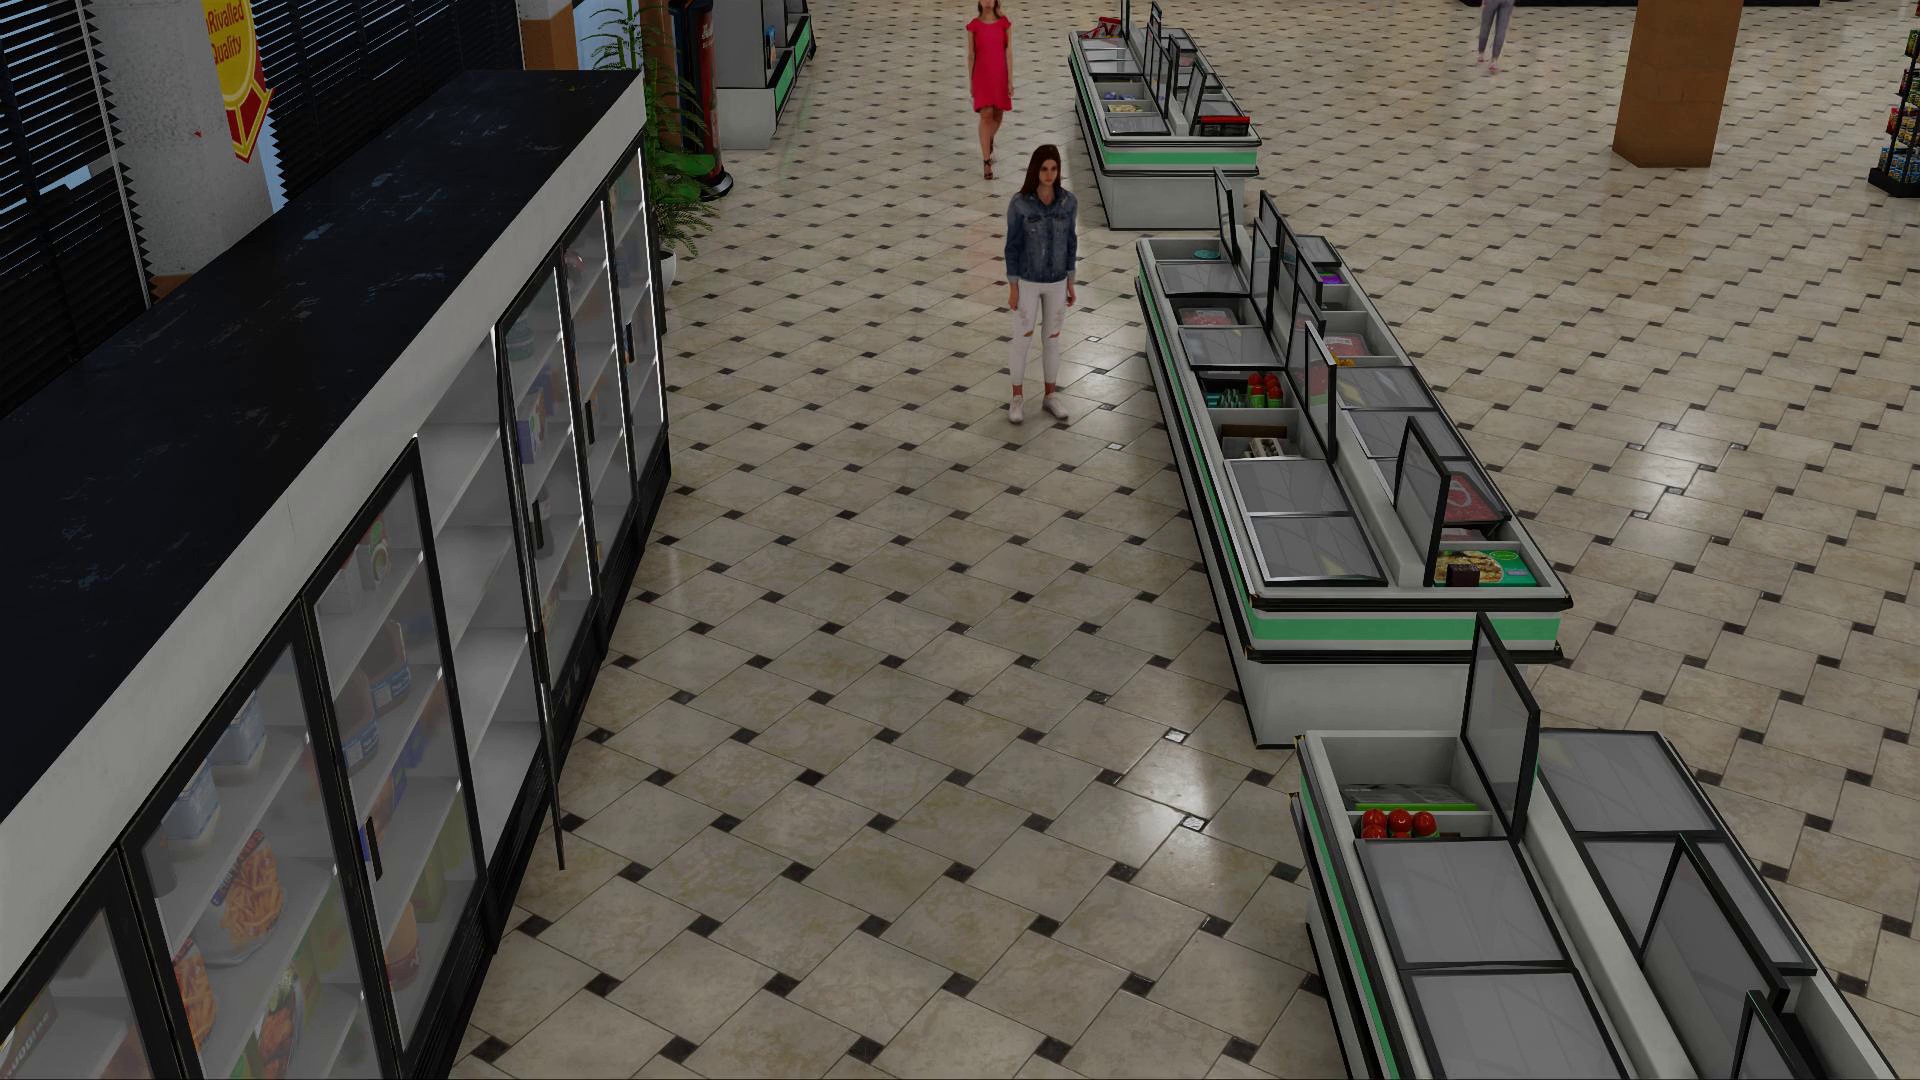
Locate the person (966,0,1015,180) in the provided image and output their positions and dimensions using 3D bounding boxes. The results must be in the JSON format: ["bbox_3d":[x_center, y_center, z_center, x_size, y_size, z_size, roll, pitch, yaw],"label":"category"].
[{"bbox_3d":[0.283,-4.255,15.411,0.689,1.697,1.040,-4,27,-8],"label":"person"}]

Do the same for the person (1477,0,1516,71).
[{"bbox_3d":[6.403,-6.370,19.721,0.718,1.571,1.080,6,27,11],"label":"person"}]

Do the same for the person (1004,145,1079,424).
[{"bbox_3d":[0.482,-1.556,10.084,0.660,1.700,0.604,-7,28,-13],"label":"person"}]
